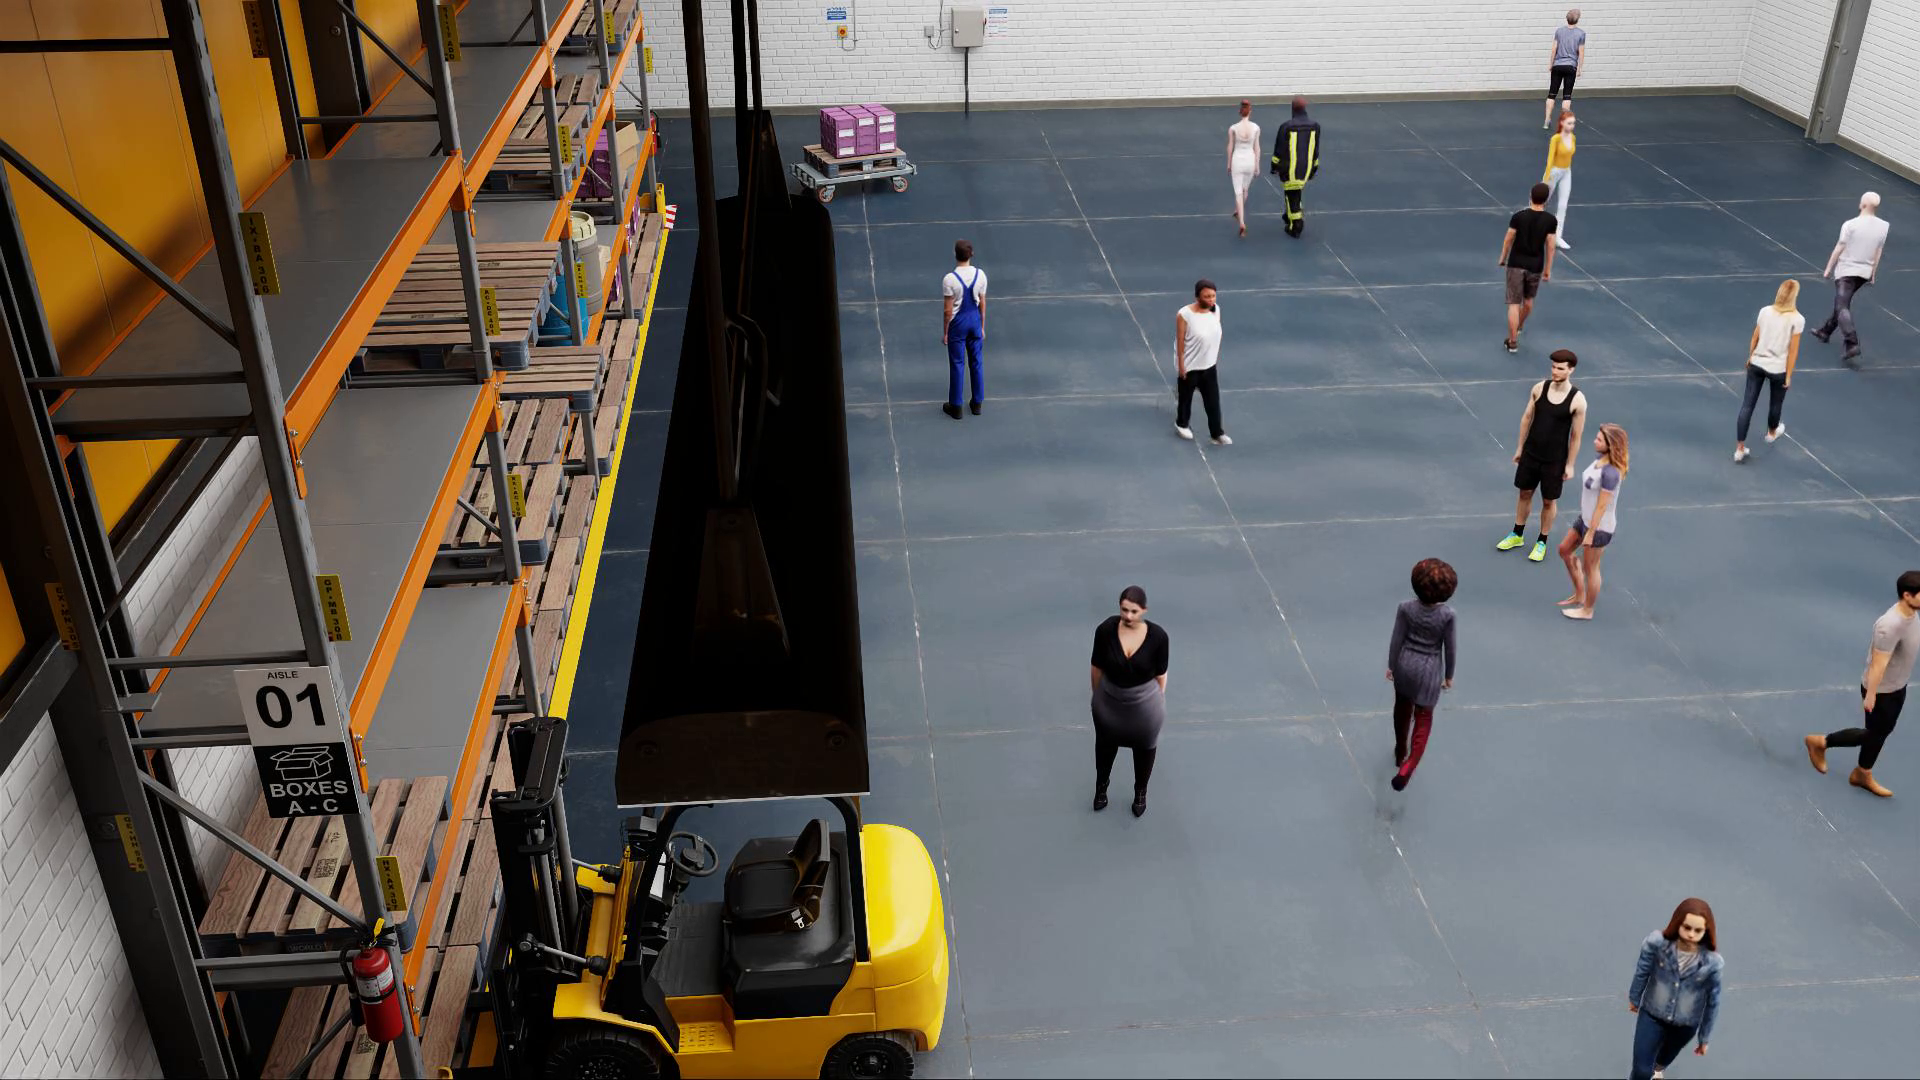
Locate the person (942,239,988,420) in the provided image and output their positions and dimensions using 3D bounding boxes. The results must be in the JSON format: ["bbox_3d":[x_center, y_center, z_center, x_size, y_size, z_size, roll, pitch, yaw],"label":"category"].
[{"bbox_3d":[0.045,-2.131,16.746,0.686,1.851,0.658,-11,30,-19],"label":"person"}]

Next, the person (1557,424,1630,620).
[{"bbox_3d":[5.130,-0.124,13.199,0.748,1.723,0.634,5,29,10],"label":"person"}]

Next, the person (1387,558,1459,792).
[{"bbox_3d":[3.092,0.949,11.269,0.884,1.689,1.095,10,30,18],"label":"person"}]

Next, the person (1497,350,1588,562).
[{"bbox_3d":[4.990,-0.739,14.151,0.754,1.892,0.829,25,37,38],"label":"person"}]

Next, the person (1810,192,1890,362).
[{"bbox_3d":[9.763,-2.848,18.107,0.674,1.806,1.227,-3,29,-6],"label":"person"}]

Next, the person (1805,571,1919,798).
[{"bbox_3d":[6.194,0.933,11.278,0.868,1.708,0.958,-24,36,-36],"label":"person"}]

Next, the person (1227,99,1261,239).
[{"bbox_3d":[3.700,-4.818,21.782,0.650,1.744,1.093,0,29,0],"label":"person"}]

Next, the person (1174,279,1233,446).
[{"bbox_3d":[2.292,-1.765,16.272,0.866,1.662,1.052,-13,31,-22],"label":"person"}]

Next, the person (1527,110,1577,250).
[{"bbox_3d":[7.671,-4.695,21.581,0.880,1.721,1.230,-13,31,-22],"label":"person"}]

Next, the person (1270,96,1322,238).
[{"bbox_3d":[4.448,-4.884,21.855,0.861,1.791,1.055,-9,30,-16],"label":"person"}]

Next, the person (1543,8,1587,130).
[{"bbox_3d":[9.679,-7.538,26.620,0.759,1.887,0.783,17,33,28],"label":"person"}]

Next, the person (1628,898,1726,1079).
[{"bbox_3d":[3.757,2.459,8.761,0.900,1.439,1.086,13,31,22],"label":"person"}]

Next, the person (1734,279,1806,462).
[{"bbox_3d":[7.643,-1.575,15.802,1.064,1.778,1.099,24,37,37],"label":"person"}]

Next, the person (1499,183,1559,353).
[{"bbox_3d":[6.220,-2.959,18.295,0.832,1.821,1.167,3,29,6],"label":"person"}]

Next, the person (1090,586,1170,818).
[{"bbox_3d":[1.114,1.057,10.997,0.749,1.758,0.728,7,29,12],"label":"person"}]
